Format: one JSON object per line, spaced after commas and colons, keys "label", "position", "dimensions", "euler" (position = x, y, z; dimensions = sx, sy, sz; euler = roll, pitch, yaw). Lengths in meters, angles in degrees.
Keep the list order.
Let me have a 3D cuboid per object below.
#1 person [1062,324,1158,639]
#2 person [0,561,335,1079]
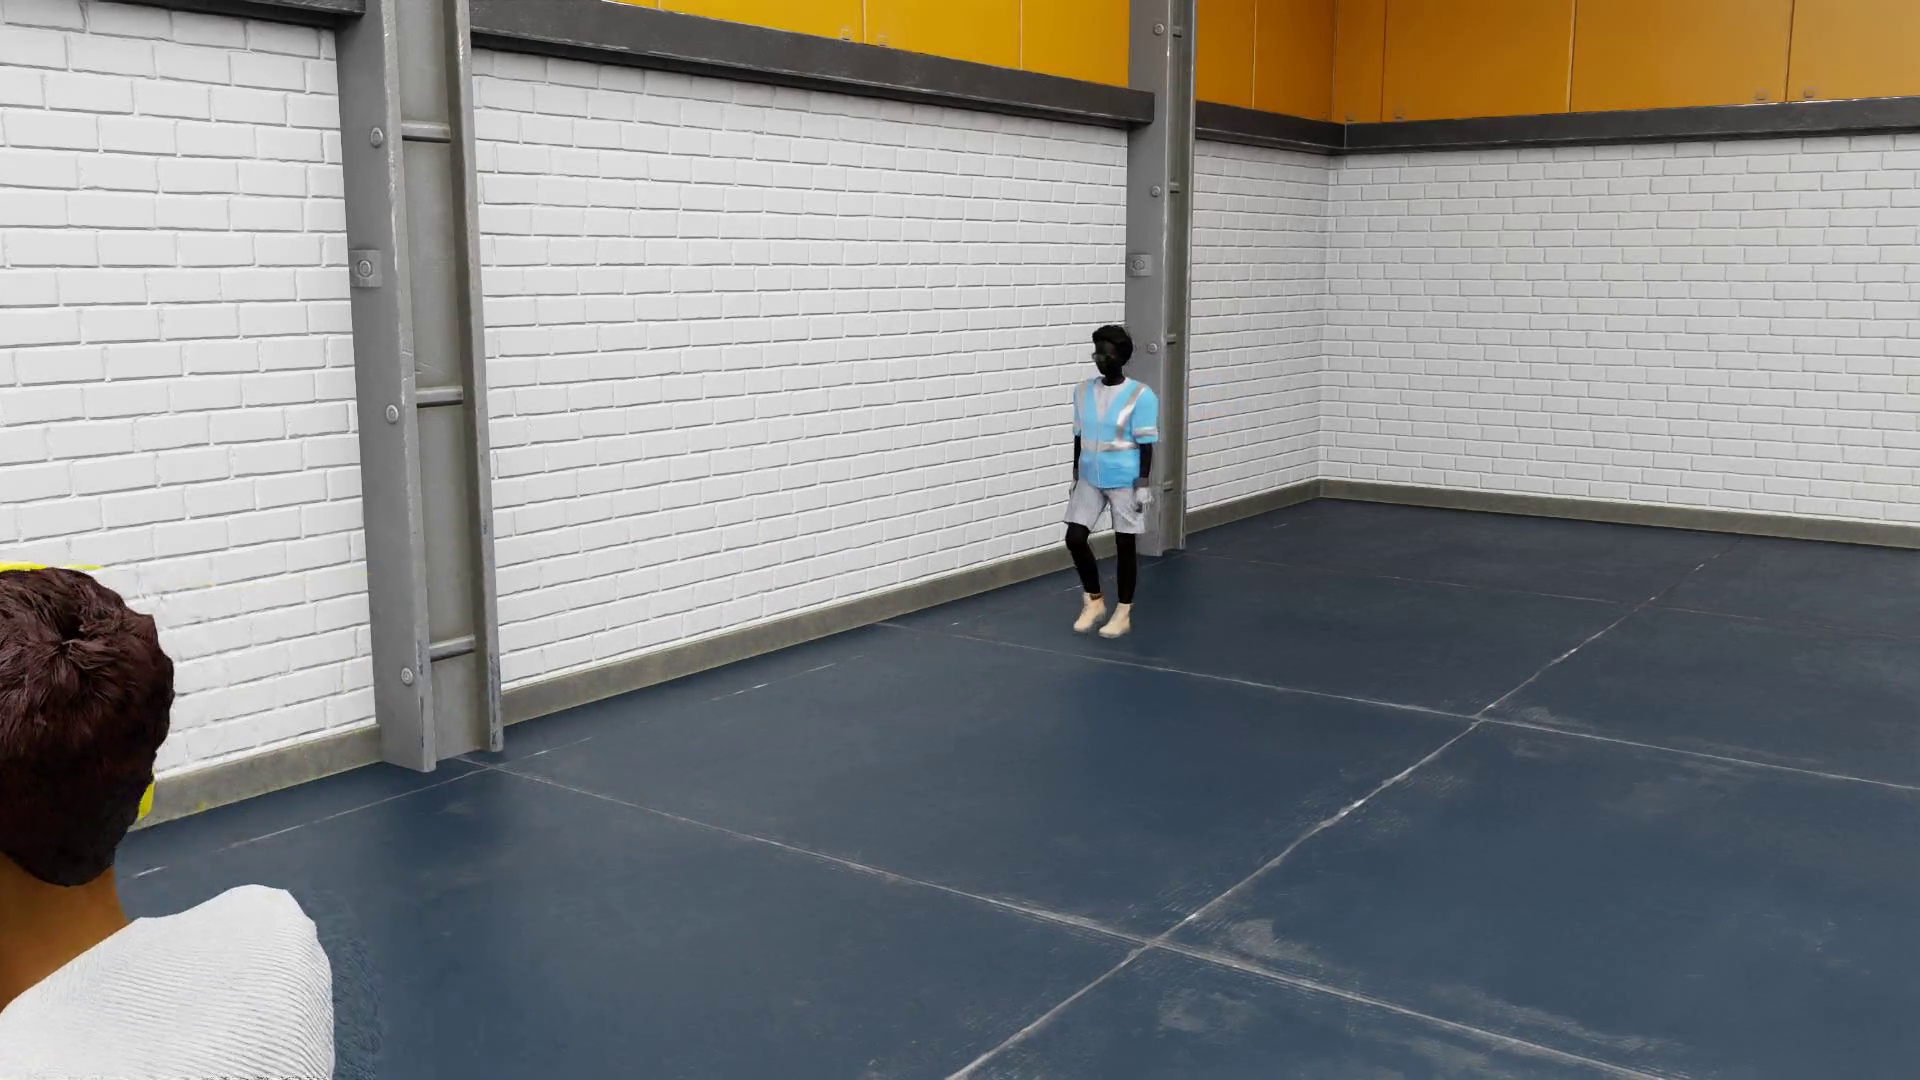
{"label": "person", "position": [0.782, -0.300, 8.858], "dimensions": [0.552, 1.682, 0.434], "euler": [7, 12, 36]}
{"label": "person", "position": [-0.574, 0.905, 1.291], "dimensions": [0.933, 1.836, 0.514], "euler": [3, 10, 16]}
